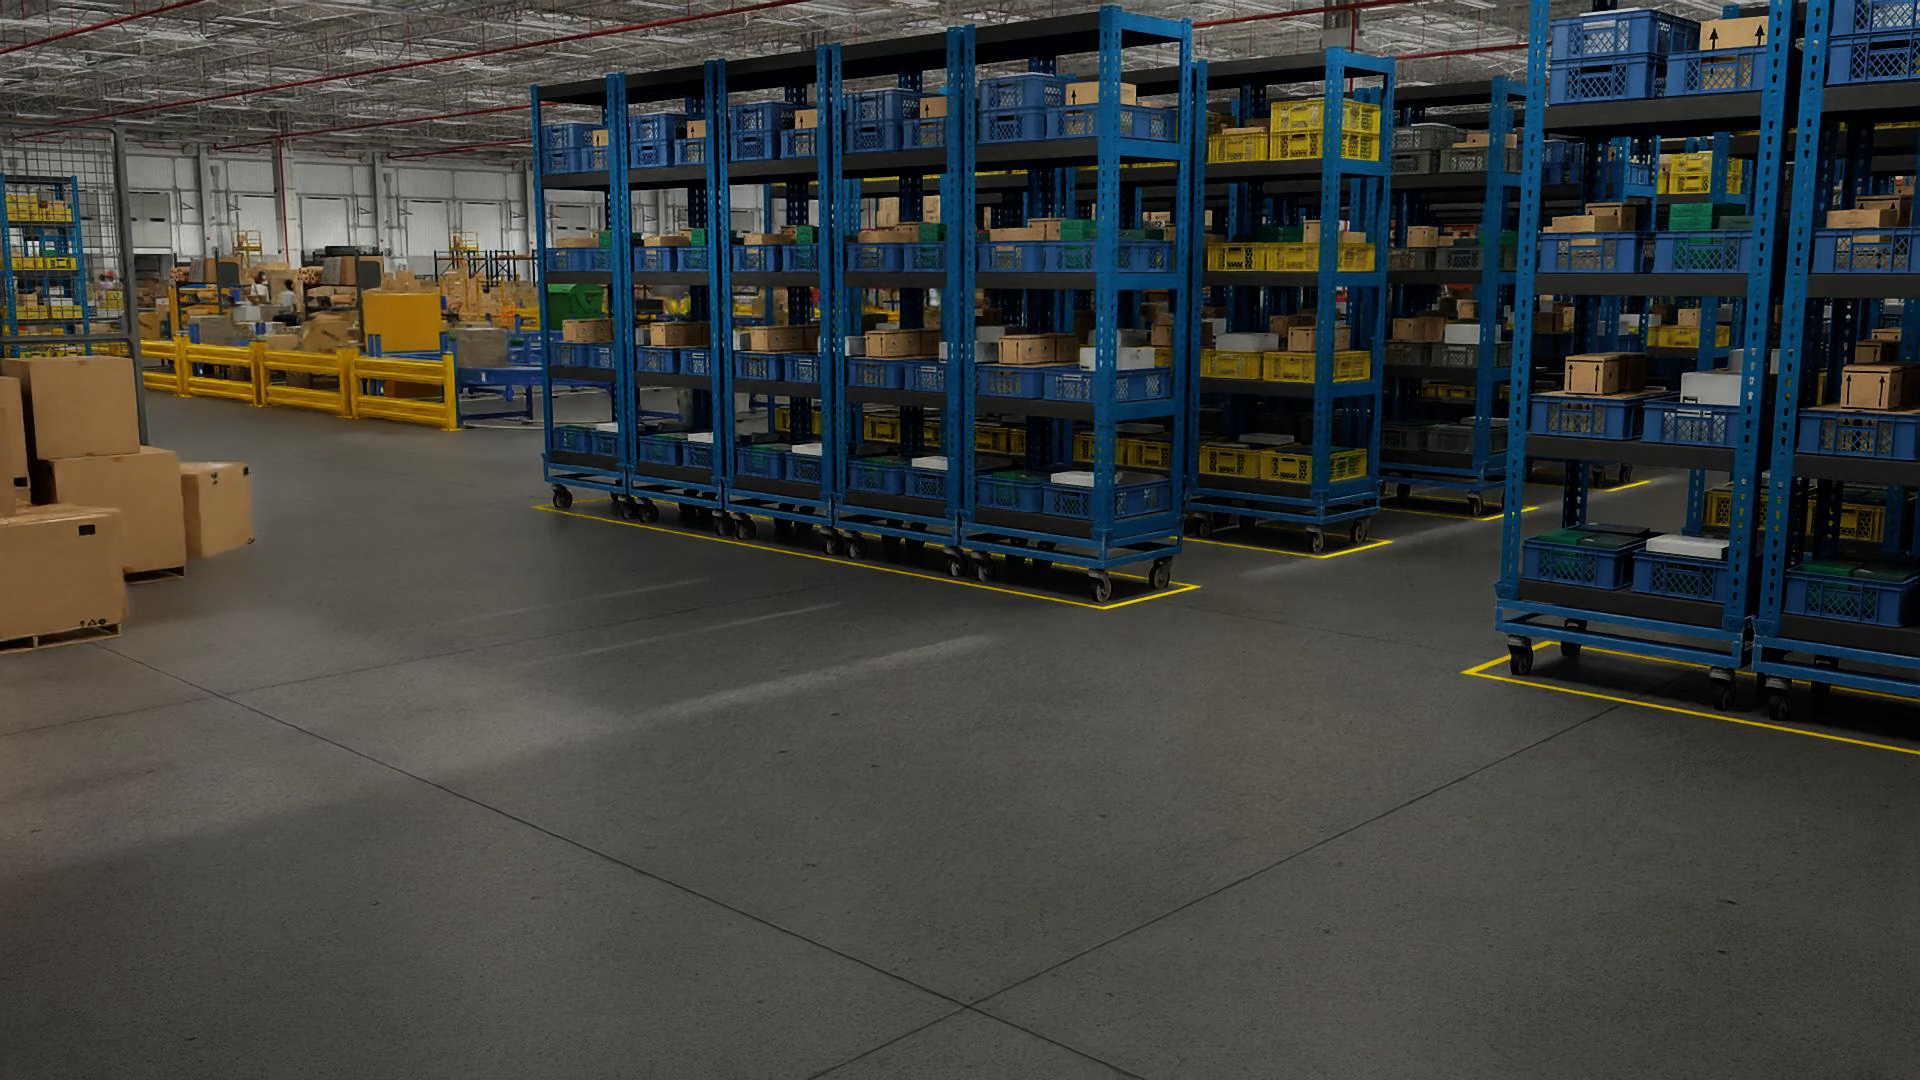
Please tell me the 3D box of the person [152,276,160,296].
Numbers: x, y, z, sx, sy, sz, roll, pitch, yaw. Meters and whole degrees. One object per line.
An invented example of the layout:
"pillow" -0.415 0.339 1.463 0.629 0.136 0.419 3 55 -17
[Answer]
"person" -39.668 -12.147 81.941 0.532 1.742 0.790 8 12 39

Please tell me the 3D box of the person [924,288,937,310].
"person" -1.045 -8.141 57.504 0.545 1.677 0.557 -9 13 -44

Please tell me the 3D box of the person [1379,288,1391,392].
"person" 6.301 -2.863 24.751 0.626 1.814 0.573 1 9 6

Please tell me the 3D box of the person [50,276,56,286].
"person" -44.529 -12.191 81.605 0.367 1.927 0.590 -9 13 -43

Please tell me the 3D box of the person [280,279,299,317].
"person" -16.043 -5.314 39.716 0.516 1.844 0.643 4 10 24

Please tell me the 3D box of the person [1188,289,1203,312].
"person" 3.597 -3.206 26.586 0.402 1.904 0.651 -5 10 -27

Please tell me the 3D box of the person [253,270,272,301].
"person" -24.166 -8.358 57.758 0.536 2.000 0.673 4 10 26

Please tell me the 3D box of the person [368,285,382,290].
"person" -19.171 -7.787 54.618 0.586 1.919 0.457 2 9 10

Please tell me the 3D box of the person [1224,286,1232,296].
"person" 8.736 -7.754 54.698 0.651 1.857 1.059 3 10 19

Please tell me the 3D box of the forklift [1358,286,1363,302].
"forklift" 11.100 -7.017 46.970 1.873 2.768 1.129 9 13 43

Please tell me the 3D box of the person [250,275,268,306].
"person" -22.975 -7.757 54.606 0.758 1.863 0.602 7 12 38

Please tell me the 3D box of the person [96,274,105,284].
"person" -36.814 -10.491 71.463 0.430 1.839 0.619 1 9 4

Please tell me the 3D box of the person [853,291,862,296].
"person" -4.371 -10.544 71.608 1.044 1.895 0.636 -1 9 -4

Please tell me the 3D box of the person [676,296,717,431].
"person" -2.519 -1.462 16.160 0.606 1.811 0.565 8 12 39

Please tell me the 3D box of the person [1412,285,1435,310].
"person" 6.615 -2.816 23.920 0.396 1.992 0.622 3 10 16

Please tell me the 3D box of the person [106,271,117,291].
"person" -29.292 -8.262 57.290 0.607 2.011 0.941 8 12 42

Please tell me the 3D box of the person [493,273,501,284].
"person" -26.548 -14.451 95.594 0.573 1.885 0.356 -6 11 -31

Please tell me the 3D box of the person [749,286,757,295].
"person" -9.480 -11.333 76.481 0.561 1.889 0.986 7 11 36
